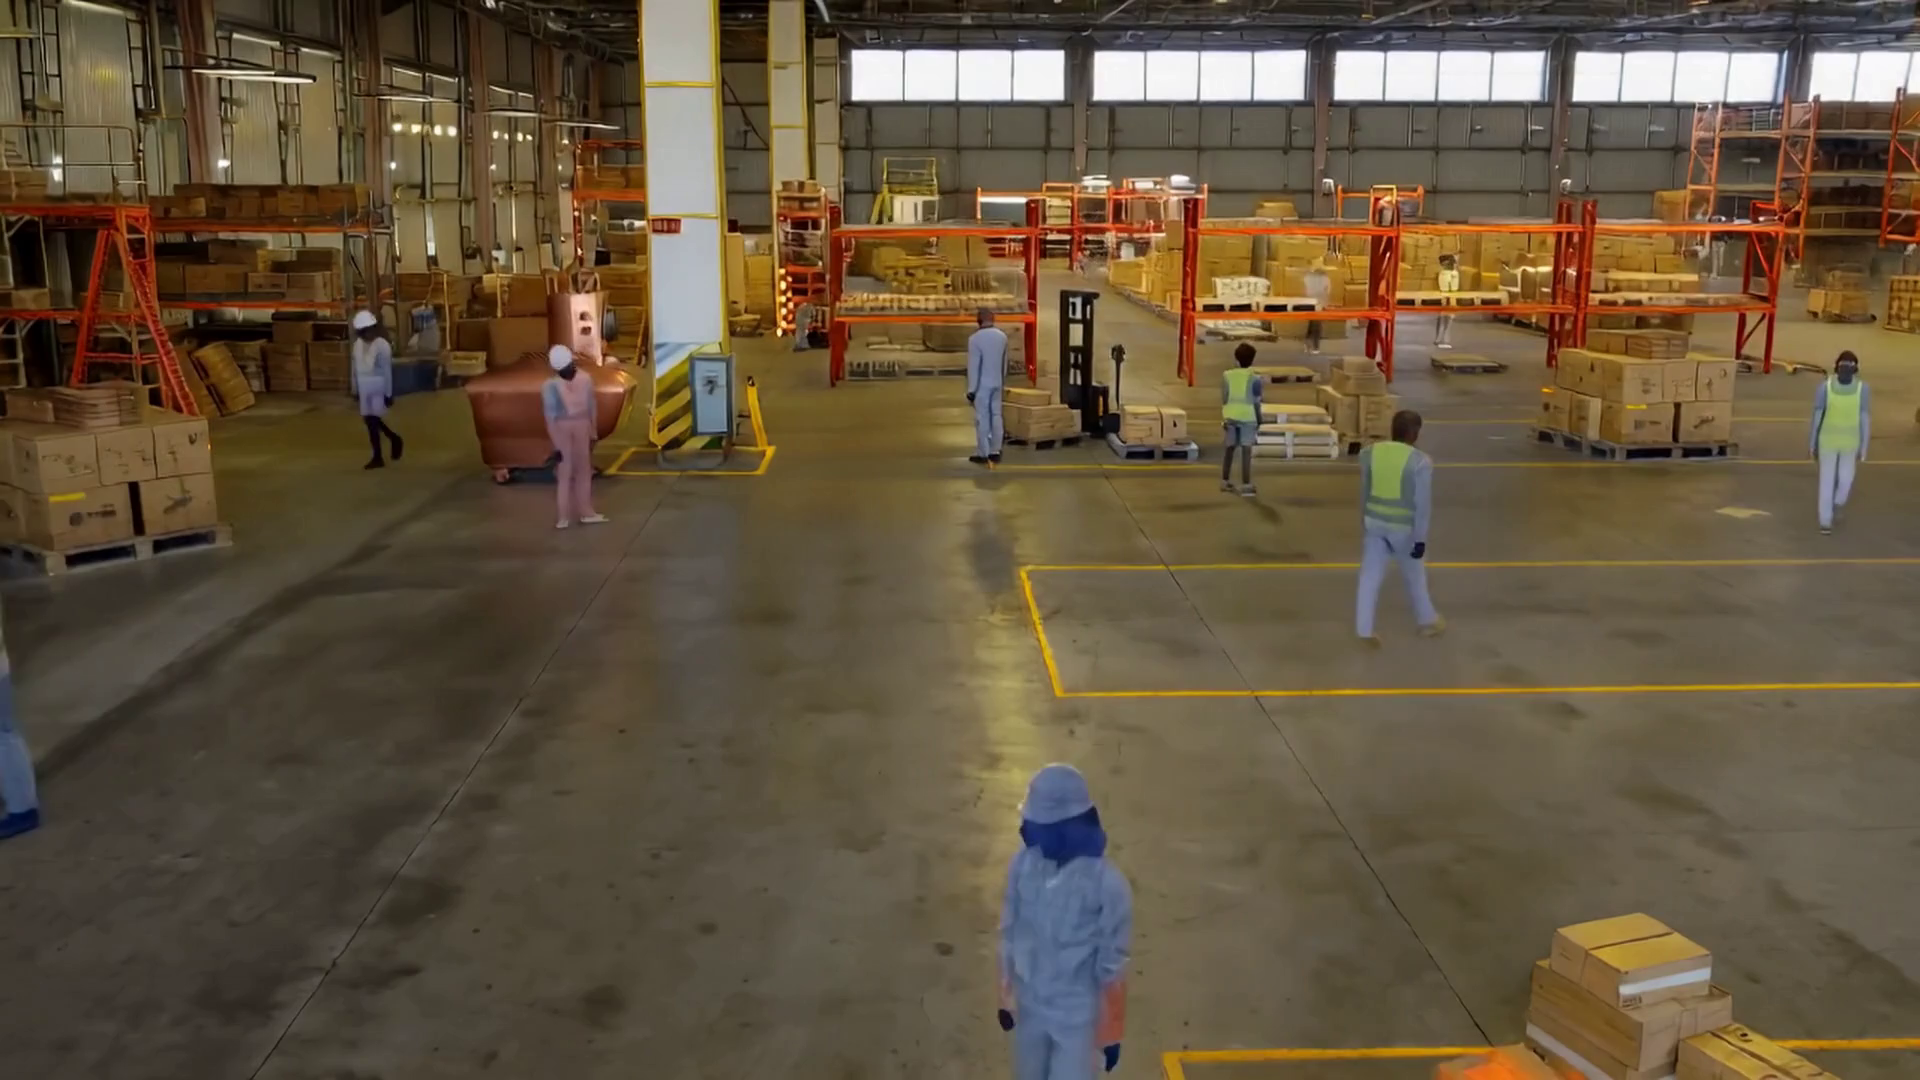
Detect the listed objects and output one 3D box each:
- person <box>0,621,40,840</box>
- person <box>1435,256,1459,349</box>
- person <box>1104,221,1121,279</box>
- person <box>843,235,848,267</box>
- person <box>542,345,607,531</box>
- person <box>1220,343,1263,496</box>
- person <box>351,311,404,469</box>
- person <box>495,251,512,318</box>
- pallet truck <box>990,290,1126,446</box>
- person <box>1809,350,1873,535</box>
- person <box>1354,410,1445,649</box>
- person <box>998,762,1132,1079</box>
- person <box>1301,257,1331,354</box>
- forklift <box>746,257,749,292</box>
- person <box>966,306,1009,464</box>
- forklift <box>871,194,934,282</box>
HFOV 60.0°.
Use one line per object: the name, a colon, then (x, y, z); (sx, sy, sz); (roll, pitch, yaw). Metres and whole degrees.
person: (-5.327, 0.723, 8.650); (0.644, 1.909, 0.909); (8, 15, 33)
person: (9.908, -4.816, 33.764); (0.350, 1.878, 0.567); (-5, 14, -22)
person: (5.187, -9.729, 55.861); (0.795, 1.902, 0.561); (-5, 13, -21)
person: (-4.515, -11.142, 62.313); (0.647, 1.892, 1.036); (5, 14, 23)
person: (-3.846, -1.044, 16.745); (0.377, 1.877, 0.753); (9, 16, 37)
person: (3.131, -1.343, 18.504); (0.535, 1.692, 0.321); (12, 17, 42)
person: (-7.083, -1.814, 20.105); (0.574, 1.913, 0.547); (6, 14, 24)
person: (-11.231, -6.261, 40.837); (0.313, 1.634, 0.514); (-10, 16, -39)
pallet truck: (1.257, -2.299, 22.111); (1.885, 1.965, 0.823); (-9, 15, -35)
person: (8.798, -1.000, 16.646); (0.517, 1.829, 0.747); (6, 14, 25)
person: (3.340, -0.093, 12.596); (0.952, 1.790, 0.645); (-11, 17, -42)
person: (0.369, 1.522, 5.497); (0.488, 1.718, 0.699); (11, 16, 40)
person: (6.998, -4.591, 32.655); (0.439, 1.912, 0.595); (-10, 16, -39)
forklift: (-7.181, -8.598, 48.541); (1.873, 2.768, 1.129); (0, 12, -2)
person: (0.322, -1.898, 20.436); (0.629, 1.940, 0.373); (-12, 17, -42)
forklift: (-1.846, -9.734, 53.668); (1.873, 2.768, 1.129); (-7, 14, -30)
